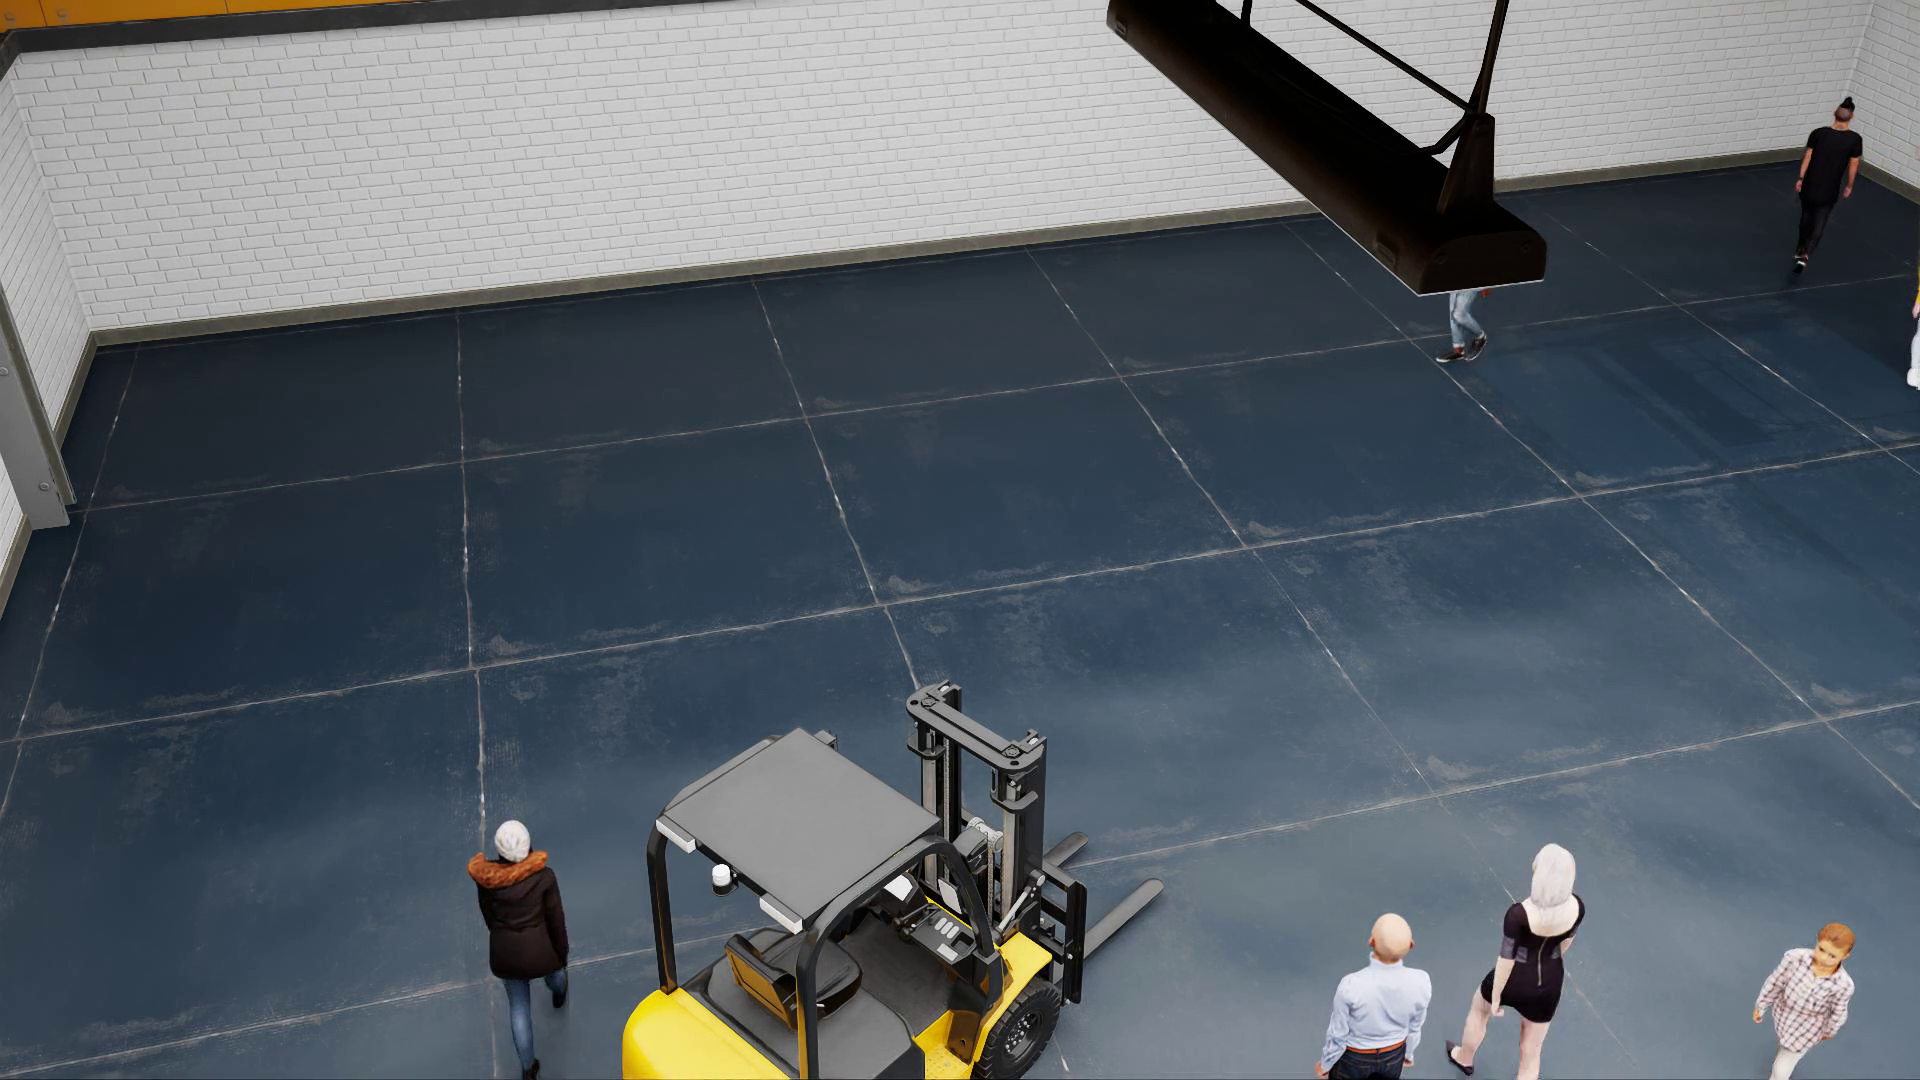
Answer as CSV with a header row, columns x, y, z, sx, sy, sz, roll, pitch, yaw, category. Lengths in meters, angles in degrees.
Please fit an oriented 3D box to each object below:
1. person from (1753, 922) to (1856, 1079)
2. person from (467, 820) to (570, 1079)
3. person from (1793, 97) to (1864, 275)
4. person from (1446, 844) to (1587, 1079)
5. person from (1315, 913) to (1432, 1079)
x,y,z,sx,sy,sz,roll,pitch,yaw,category
4.340,2.409,8.551,0.820,1.278,0.964,-23,40,-30,person
-2.270,2.164,8.636,0.733,1.591,1.096,-3,34,-5,person
8.891,-3.636,17.144,1.163,1.833,1.217,19,38,26,person
2.857,2.290,8.249,0.669,1.810,0.879,-3,34,-5,person
1.956,2.475,7.988,0.666,1.791,0.596,-5,34,-7,person
